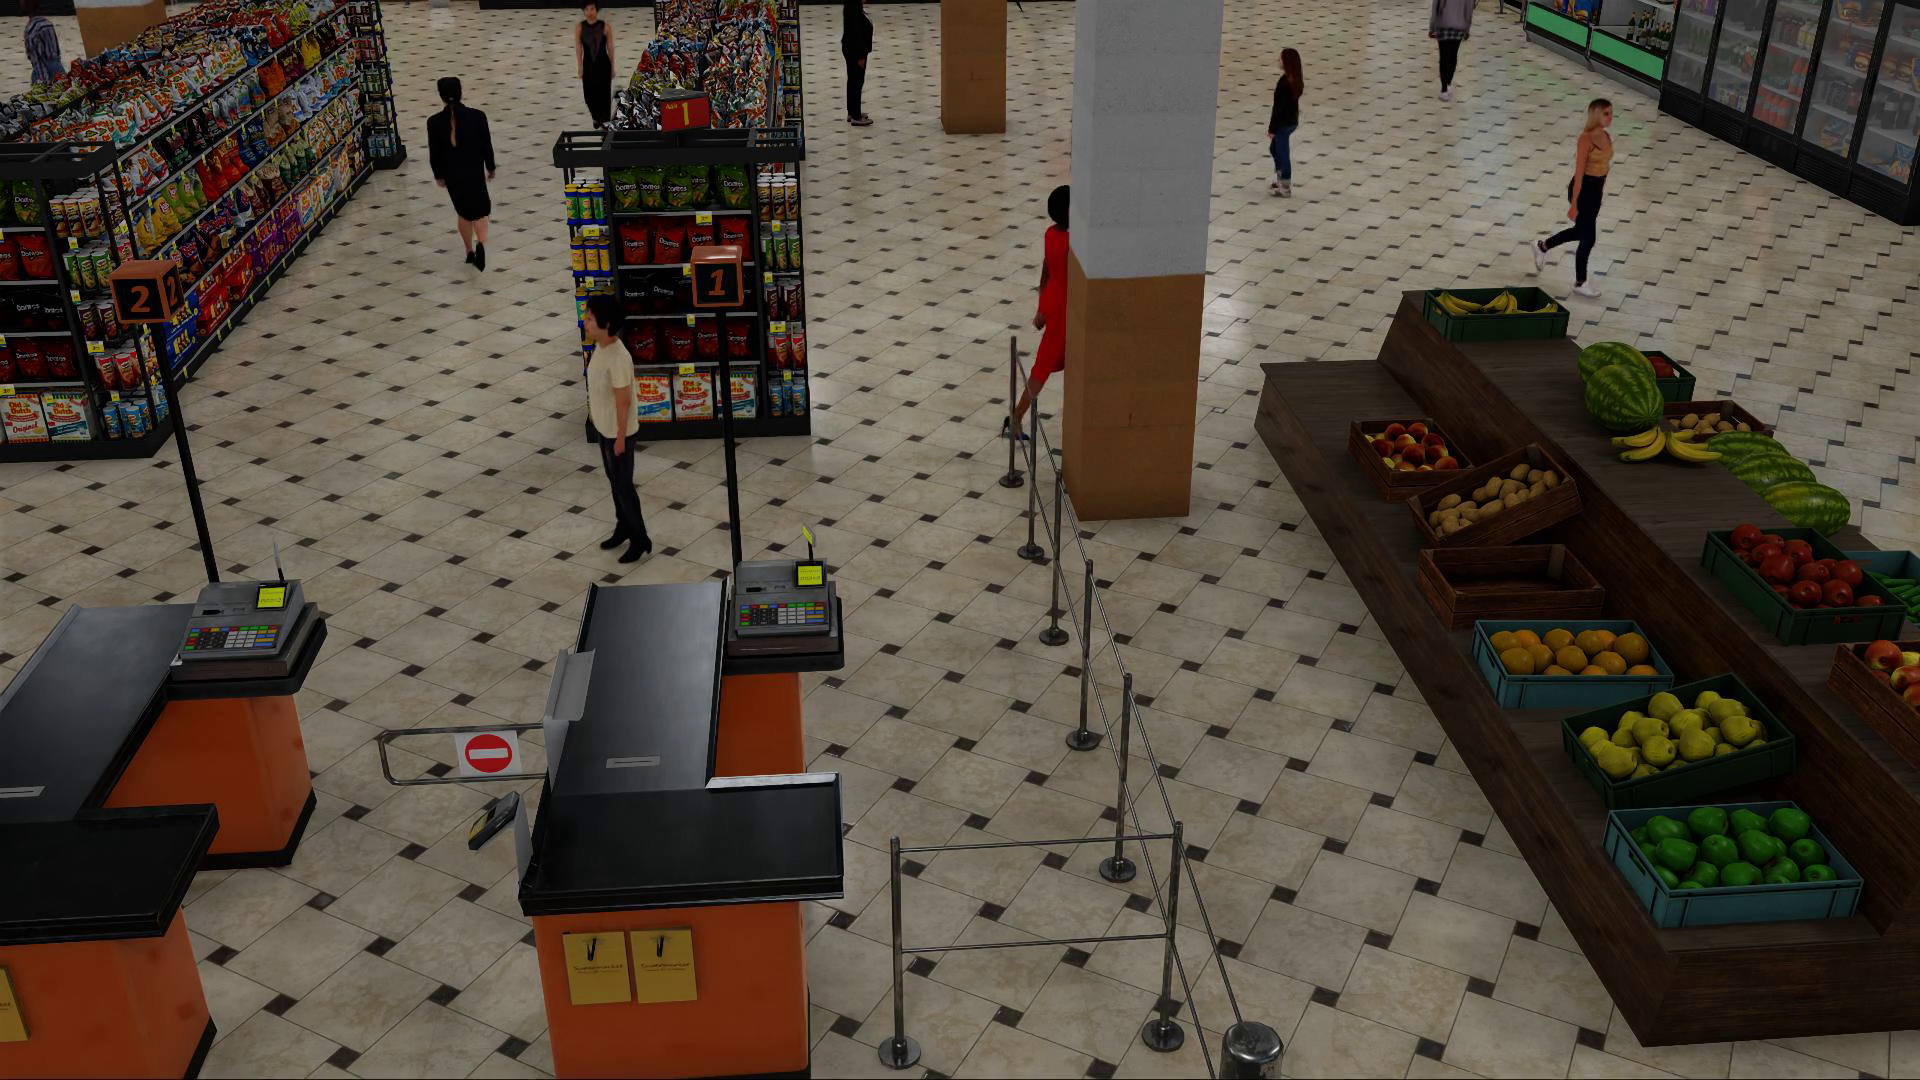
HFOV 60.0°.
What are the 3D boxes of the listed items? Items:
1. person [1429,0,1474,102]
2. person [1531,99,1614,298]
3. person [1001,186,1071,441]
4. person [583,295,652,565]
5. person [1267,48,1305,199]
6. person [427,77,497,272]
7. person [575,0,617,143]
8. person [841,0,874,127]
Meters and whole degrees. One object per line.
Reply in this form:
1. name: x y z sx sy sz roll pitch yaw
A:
1. person: 6.091 -6.320 20.547 0.662 1.763 0.653 0 27 0
2. person: 5.174 -2.875 13.923 0.903 1.611 1.065 -19 33 -33
3. person: 0.594 -1.437 10.993 0.879 1.696 1.106 -12 29 -22
4. person: -1.966 -0.638 9.535 0.708 1.590 0.536 -12 29 -22
5. person: 3.304 -4.146 16.579 0.747 1.475 0.656 14 30 26
6. person: -4.249 -3.101 14.322 0.790 1.652 1.010 -7 28 -14
7. person: -4.077 -5.313 18.753 0.579 1.591 0.717 -3 27 -6
8. person: -1.227 -5.703 19.494 0.730 1.617 0.597 -6 28 -12
